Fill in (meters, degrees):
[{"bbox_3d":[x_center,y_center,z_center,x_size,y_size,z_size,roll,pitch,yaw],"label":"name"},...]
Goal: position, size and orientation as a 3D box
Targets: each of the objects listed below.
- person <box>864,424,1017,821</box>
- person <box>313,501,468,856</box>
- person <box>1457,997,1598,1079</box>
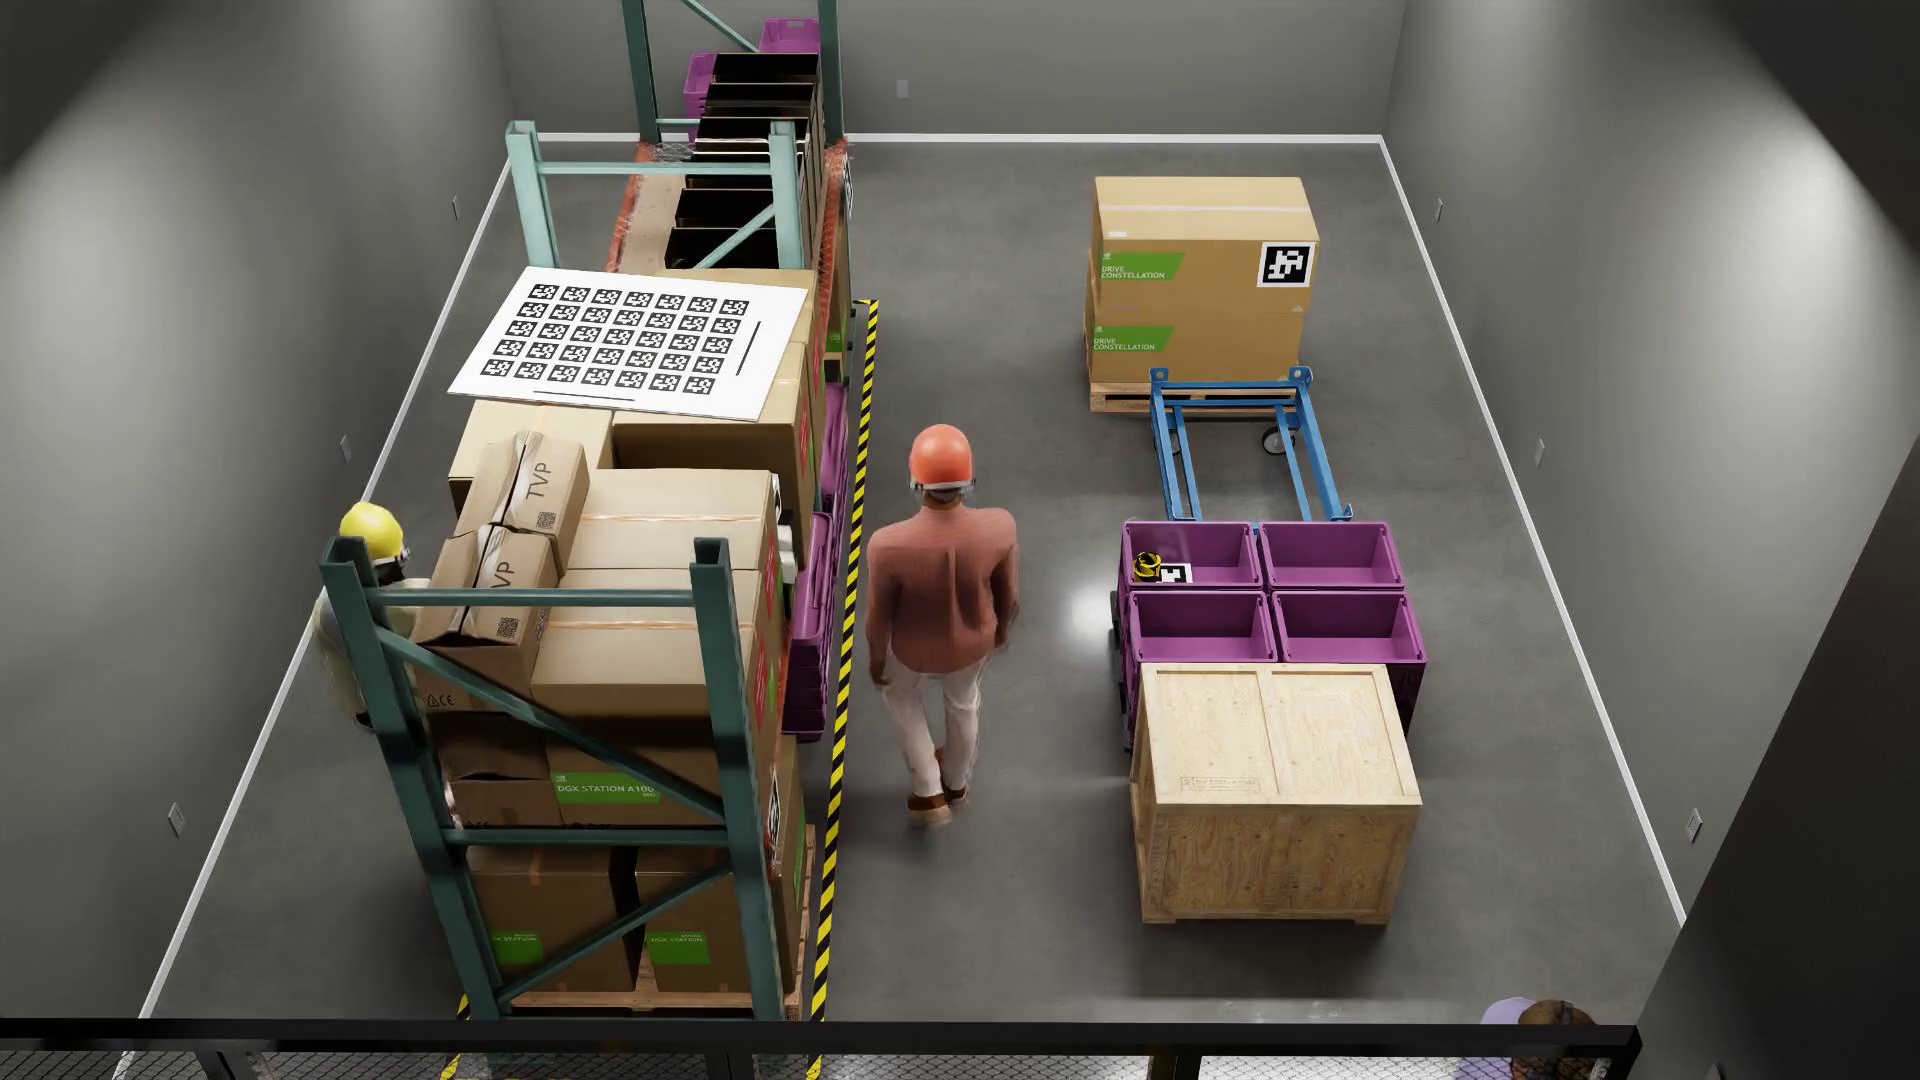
[{"bbox_3d":[-0.071,0.370,6.660,0.636,1.977,0.441,-11,42,-12],"label":"person"},{"bbox_3d":[-2.114,0.604,6.515,0.615,1.812,0.423,-4,41,-4],"label":"person"},{"bbox_3d":[1.539,1.940,4.901,0.356,1.938,0.638,11,42,12],"label":"person"}]
